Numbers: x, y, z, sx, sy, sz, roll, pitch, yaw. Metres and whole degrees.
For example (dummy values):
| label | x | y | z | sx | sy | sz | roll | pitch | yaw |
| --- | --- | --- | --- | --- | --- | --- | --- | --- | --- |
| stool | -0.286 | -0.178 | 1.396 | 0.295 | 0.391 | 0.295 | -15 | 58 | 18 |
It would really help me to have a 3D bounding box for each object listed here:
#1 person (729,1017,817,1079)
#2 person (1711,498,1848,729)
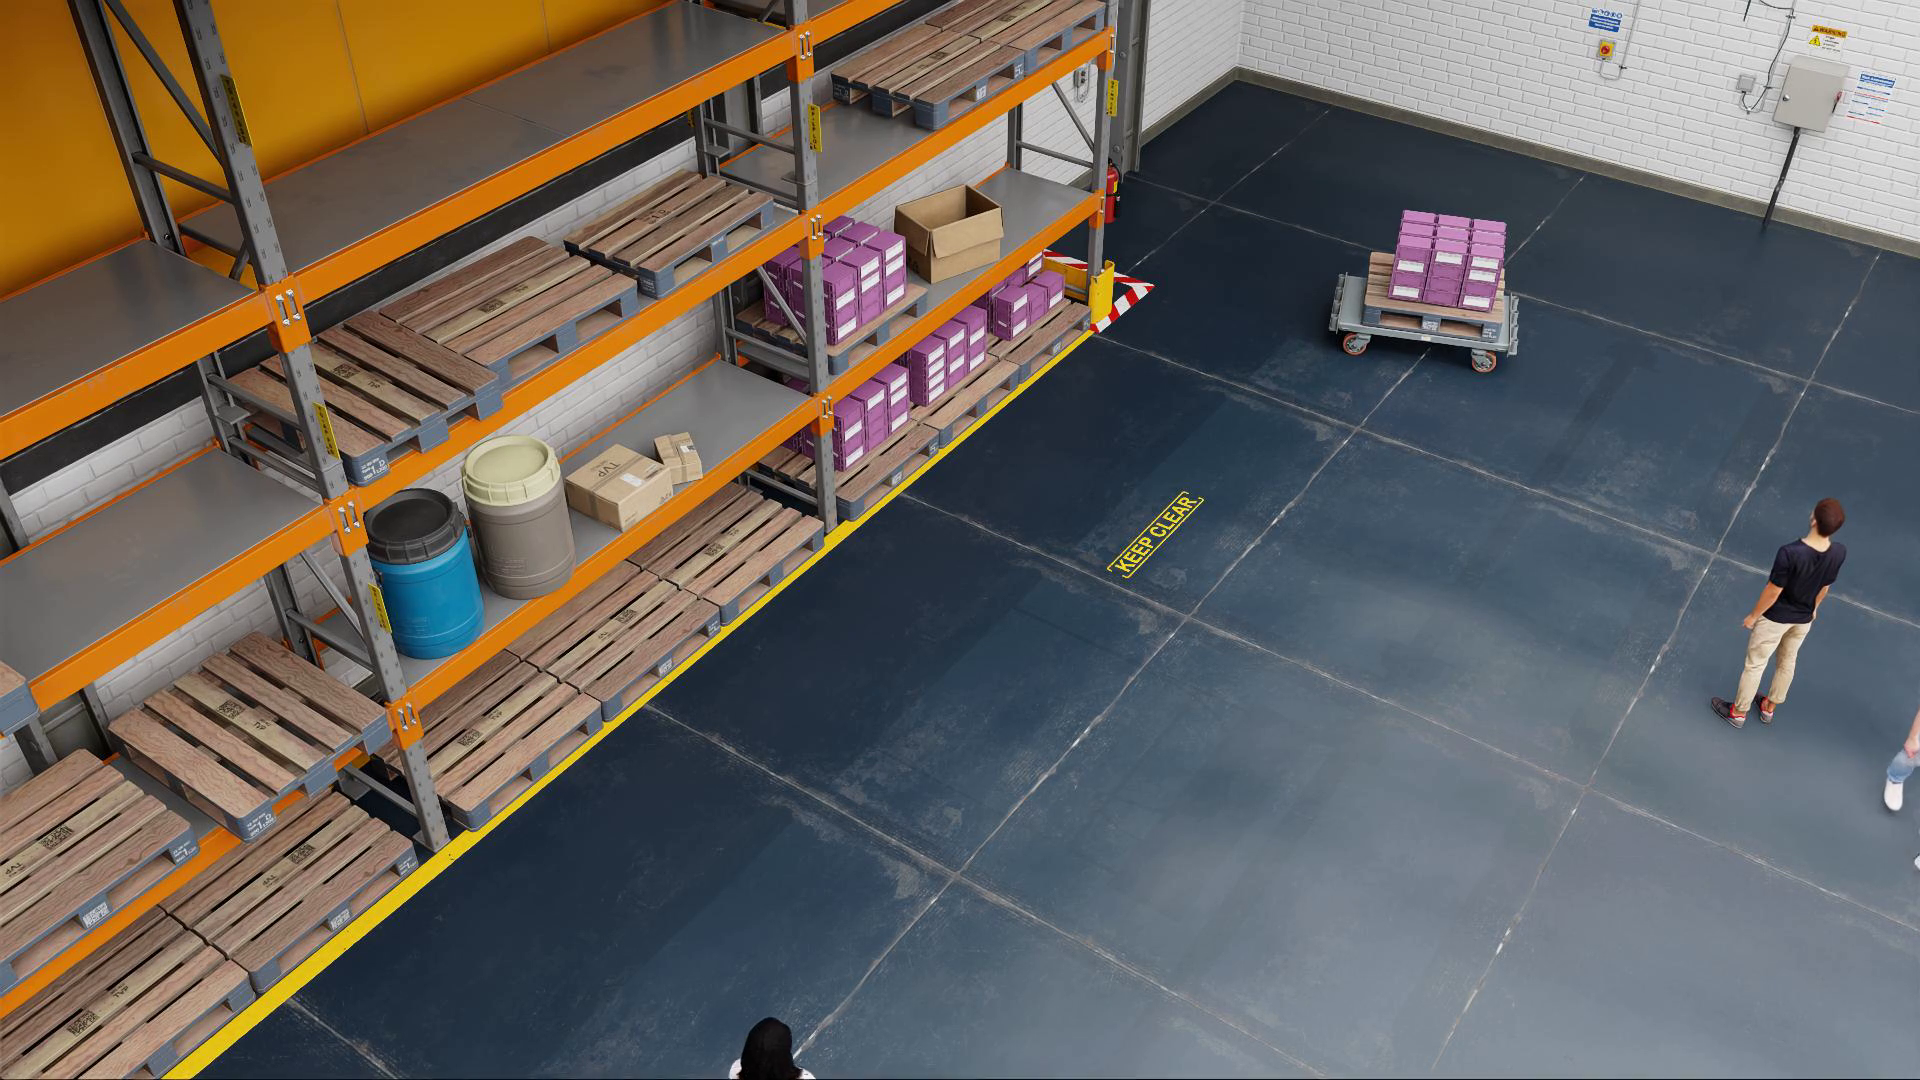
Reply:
| label | x | y | z | sx | sy | sz | roll | pitch | yaw |
| --- | --- | --- | --- | --- | --- | --- | --- | --- | --- |
| person | -0.893 | 2.956 | 8.060 | 0.880 | 1.657 | 1.212 | 10 | 40 | 13 |
| person | 5.460 | 0.494 | 10.980 | 0.692 | 1.859 | 0.753 | -7 | 39 | -8 |
